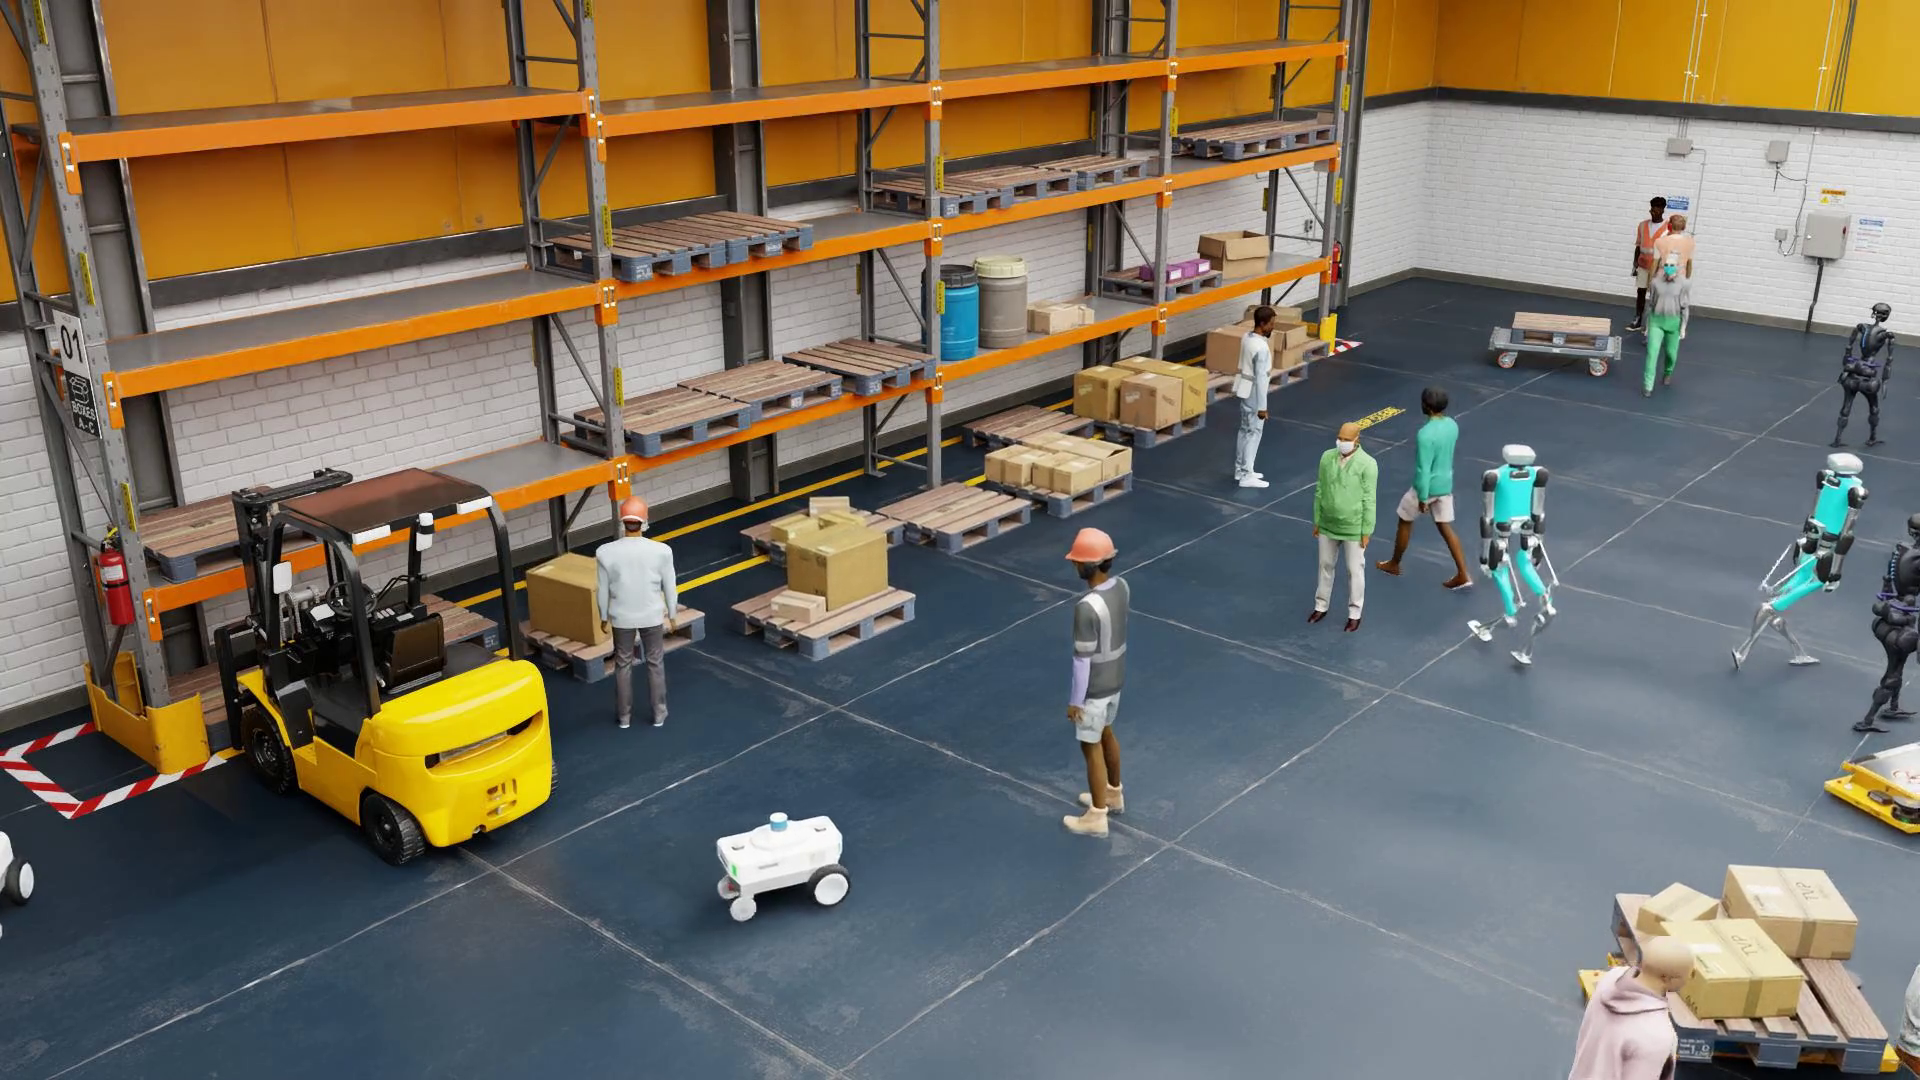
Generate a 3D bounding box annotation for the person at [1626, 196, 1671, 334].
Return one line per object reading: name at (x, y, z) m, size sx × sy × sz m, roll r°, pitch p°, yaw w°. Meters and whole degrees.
person at (9.888, -3.928, 23.768) m, size 0.371 × 1.958 × 0.596 m, roll -16°, pitch 25°, yaw -36°

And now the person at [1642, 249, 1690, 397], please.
person at (8.795, -2.728, 20.710) m, size 0.510 × 1.813 × 0.789 m, roll 10°, pitch 23°, yaw 25°

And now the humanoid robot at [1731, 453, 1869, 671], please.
humanoid robot at (6.405, 0.206, 12.919) m, size 0.914 × 1.798 × 0.541 m, roll -2°, pitch 20°, yaw -4°

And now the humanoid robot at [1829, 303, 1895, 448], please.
humanoid robot at (10.112, -1.846, 18.545) m, size 0.627 × 1.637 × 0.612 m, roll -10°, pitch 22°, yaw -25°

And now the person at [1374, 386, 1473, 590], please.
person at (4.167, -0.465, 14.595) m, size 0.500 × 1.804 × 0.959 m, roll -13°, pitch 24°, yaw -31°

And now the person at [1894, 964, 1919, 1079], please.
person at (5.034, 1.815, 8.246) m, size 0.621 × 1.932 × 0.369 m, roll -10°, pitch 22°, yaw -24°

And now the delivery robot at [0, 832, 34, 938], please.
delivery robot at (-5.783, 2.008, 9.689) m, size 0.522 × 0.589 × 0.760 m, roll -3°, pitch 21°, yaw -9°

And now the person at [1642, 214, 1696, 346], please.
person at (9.770, -3.546, 22.898) m, size 0.562 × 1.837 × 0.379 m, roll 1°, pitch 20°, yaw 2°

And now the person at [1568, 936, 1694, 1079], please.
person at (2.674, 2.389, 6.963) m, size 0.823 × 1.754 × 0.556 m, roll -1°, pitch 20°, yaw -4°

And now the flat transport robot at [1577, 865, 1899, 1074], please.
flat transport robot at (4.086, 2.495, 8.791) m, size 1.431 × 0.231 × 0.659 m, roll 2°, pitch 20°, yaw 6°

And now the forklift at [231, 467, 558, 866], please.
forklift at (-3.730, 0.710, 10.856) m, size 2.313 × 2.155 × 1.214 m, roll 17°, pitch 26°, yaw 38°

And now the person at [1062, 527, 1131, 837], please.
person at (0.846, 0.894, 10.592) m, size 0.409 × 2.034 × 0.609 m, roll 9°, pitch 22°, yaw 24°

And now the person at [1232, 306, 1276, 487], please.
person at (3.036, -1.482, 17.207) m, size 0.400 × 1.909 × 0.598 m, roll -2°, pitch 20°, yaw -7°

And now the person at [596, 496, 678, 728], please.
person at (-2.325, 0.522, 12.010) m, size 0.575 × 1.738 × 0.351 m, roll -3°, pitch 21°, yaw -9°

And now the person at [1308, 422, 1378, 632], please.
person at (3.162, -0.122, 13.714) m, size 0.539 × 1.776 × 0.388 m, roll 15°, pitch 25°, yaw 34°

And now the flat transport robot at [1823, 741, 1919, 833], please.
flat transport robot at (6.601, 1.617, 11.170) m, size 1.431 × 0.231 × 0.659 m, roll -9°, pitch 22°, yaw -22°

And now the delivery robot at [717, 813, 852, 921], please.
delivery robot at (-1.046, 1.920, 9.956) m, size 0.786 × 0.608 × 0.499 m, roll -9°, pitch 22°, yaw -23°

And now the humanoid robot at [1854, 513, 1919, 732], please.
humanoid robot at (6.815, 0.595, 11.911) m, size 0.589 × 1.637 × 0.615 m, roll 0°, pitch 20°, yaw -1°

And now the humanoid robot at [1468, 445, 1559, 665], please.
humanoid robot at (4.360, 0.162, 12.978) m, size 0.558 × 1.729 × 0.982 m, roll -3°, pitch 20°, yaw -9°
